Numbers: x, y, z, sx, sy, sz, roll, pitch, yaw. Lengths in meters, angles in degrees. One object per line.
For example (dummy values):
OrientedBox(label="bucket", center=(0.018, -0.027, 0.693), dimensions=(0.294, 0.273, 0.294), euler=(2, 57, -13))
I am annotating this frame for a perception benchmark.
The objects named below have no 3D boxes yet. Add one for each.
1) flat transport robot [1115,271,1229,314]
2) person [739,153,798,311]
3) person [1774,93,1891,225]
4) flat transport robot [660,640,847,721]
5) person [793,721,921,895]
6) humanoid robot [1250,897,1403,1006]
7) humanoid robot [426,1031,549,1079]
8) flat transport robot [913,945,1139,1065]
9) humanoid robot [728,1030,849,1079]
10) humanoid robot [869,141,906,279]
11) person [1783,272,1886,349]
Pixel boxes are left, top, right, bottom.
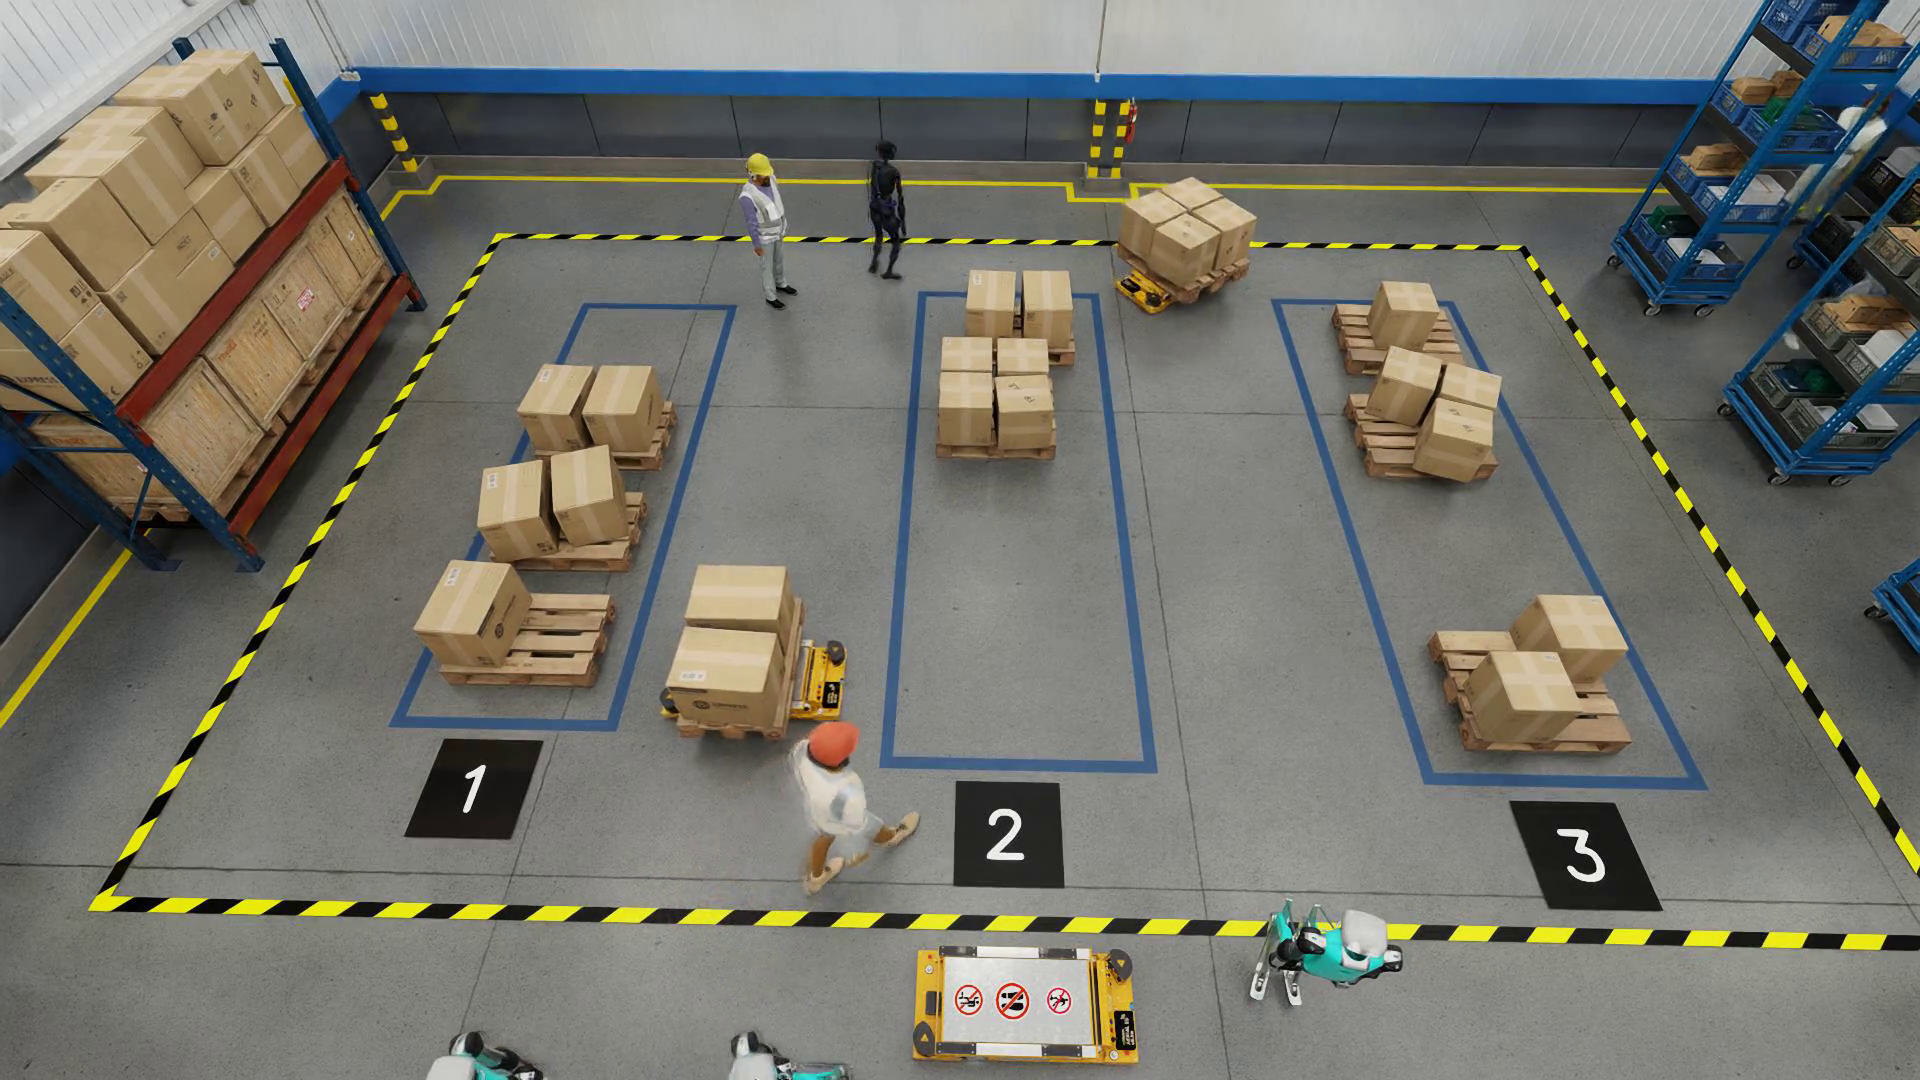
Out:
OrientedBox(label="flat transport robot", center=(2.640, -3.222, 11.094), dimensions=(1.431, 0.197, 0.652), euler=(-28, 56, -21))
OrientedBox(label="person", center=(-2.141, -3.471, 10.307), dimensions=(0.404, 1.827, 0.598), euler=(18, 53, 14))
OrientedBox(label="person", center=(10.693, -4.610, 11.262), dimensions=(0.947, 1.779, 0.577), euler=(-17, 53, -13))
OrientedBox(label="flat transport robot", center=(-1.681, 1.137, 7.541), dimensions=(1.431, 0.197, 0.652), euler=(1, 51, 1))
OrientedBox(label="person", center=(-0.725, 1.701, 5.990), dimensions=(0.629, 1.993, 0.945), euler=(36, 59, 26))
OrientedBox(label="humanoid robot", center=(2.140, 2.374, 5.516), dimensions=(0.533, 1.677, 0.735), euler=(9, 51, 8))
OrientedBox(label="humanoid robot", center=(-2.173, 3.119, 5.045), dimensions=(0.830, 1.870, 0.548), euler=(-6, 51, -5))
OrientedBox(label="flat transport robot", center=(0.422, 3.041, 6.007), dimensions=(1.431, 0.231, 0.659), euler=(1, 51, 1))
OrientedBox(label="humanoid robot", center=(-0.826, 3.075, 5.056), dimensions=(0.667, 1.839, 0.539), euler=(-13, 52, -10))
OrientedBox(label="humanoid robot", center=(-0.876, -3.833, 10.700), dimensions=(0.388, 1.628, 0.596), euler=(-37, 60, -26))
OrientedBox(label="person", center=(9.555, -2.562, 9.648), dimensions=(0.483, 1.692, 0.916), euler=(-2, 51, -2))
